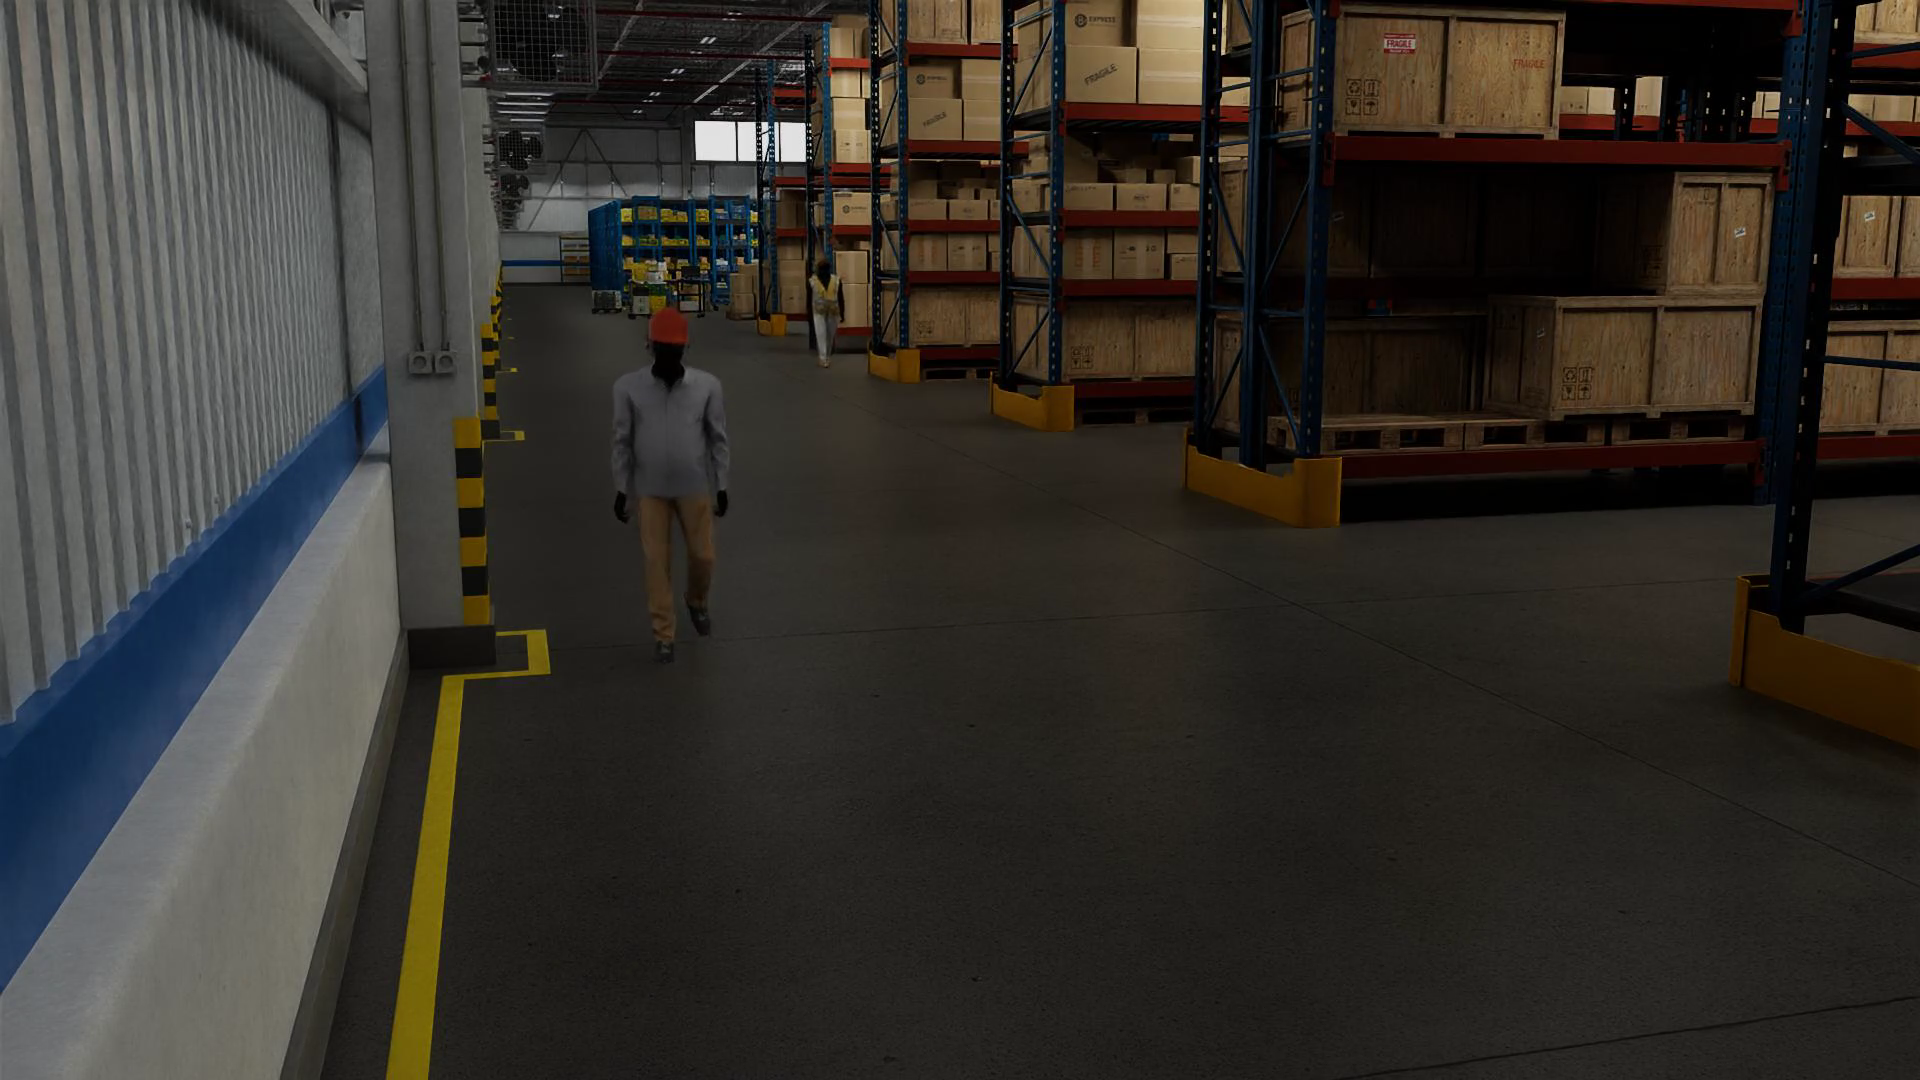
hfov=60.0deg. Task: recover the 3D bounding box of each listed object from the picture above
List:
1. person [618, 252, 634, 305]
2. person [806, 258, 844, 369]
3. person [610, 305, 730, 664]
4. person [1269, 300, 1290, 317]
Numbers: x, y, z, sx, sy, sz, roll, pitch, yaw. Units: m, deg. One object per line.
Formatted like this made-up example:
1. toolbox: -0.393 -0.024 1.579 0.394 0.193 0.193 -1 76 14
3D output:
1. person: -11.542 -9.041 57.503 0.571 1.840 0.373 -7 12 -35
2. person: -2.266 -3.792 27.821 0.631 1.828 0.666 -3 10 -16
3. person: -1.427 -0.287 8.212 0.587 1.740 0.528 -2 10 -12
4. person: 3.177 -1.728 16.806 0.880 1.590 0.539 4 11 20
